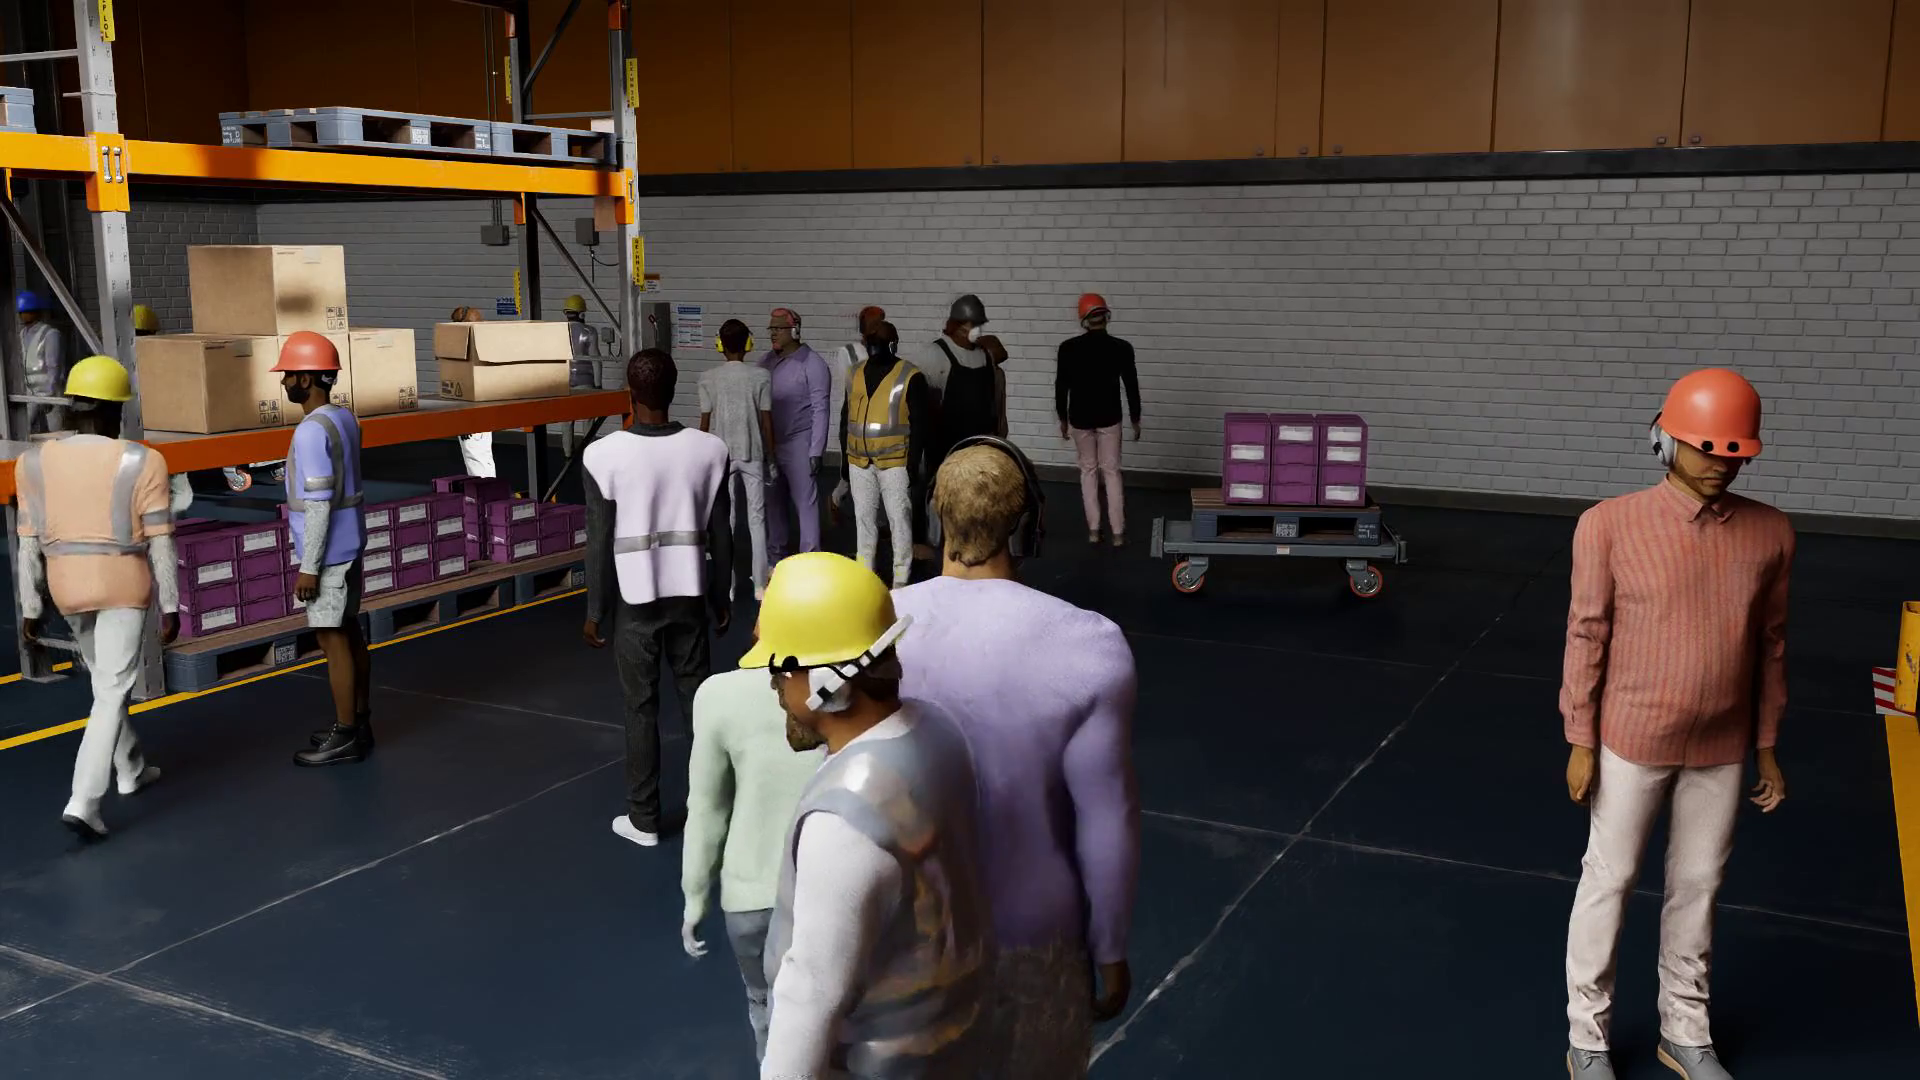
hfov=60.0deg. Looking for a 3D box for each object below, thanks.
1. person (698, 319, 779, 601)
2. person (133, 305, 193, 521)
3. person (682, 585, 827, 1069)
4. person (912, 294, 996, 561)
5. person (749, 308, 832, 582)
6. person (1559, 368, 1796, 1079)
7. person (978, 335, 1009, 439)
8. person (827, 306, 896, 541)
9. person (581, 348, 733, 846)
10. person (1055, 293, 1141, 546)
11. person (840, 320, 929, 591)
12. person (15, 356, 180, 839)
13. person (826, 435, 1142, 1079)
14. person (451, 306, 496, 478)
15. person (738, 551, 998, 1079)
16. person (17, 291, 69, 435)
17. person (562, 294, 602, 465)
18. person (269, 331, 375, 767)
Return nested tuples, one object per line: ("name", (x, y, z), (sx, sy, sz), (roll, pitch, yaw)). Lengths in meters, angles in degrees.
("person", (-1.447, -0.516, 10.905), (0.514, 1.858, 0.358), (0, 10, 1))
("person", (-5.638, -0.672, 11.621), (0.611, 1.912, 0.500), (2, 10, 10))
("person", (-0.362, 0.824, 3.891), (0.510, 1.581, 0.836), (2, 10, 9))
("person", (-0.037, -0.814, 12.090), (0.689, 2.000, 0.995), (-6, 12, -33))
("person", (-1.192, -0.633, 11.428), (0.641, 1.908, 0.407), (7, 12, 33))
("person", (1.911, 0.534, 4.443), (0.609, 1.986, 0.390), (-1, 10, -4))
("person", (0.252, -0.813, 13.260), (0.268, 1.631, 0.507), (1, 10, 6))
("person", (-0.774, -0.932, 13.275), (0.581, 1.868, 0.642), (-7, 12, -37))
("person", (-1.156, 0.225, 6.427), (0.599, 1.917, 0.375), (-6, 11, -29))
("person", (1.080, -0.945, 13.066), (0.678, 1.959, 0.445), (3, 10, 15))
("person", (-0.525, -0.522, 10.972), (0.627, 1.844, 0.429), (5, 11, 26))
("person", (-3.447, 0.211, 6.636), (0.589, 1.884, 0.976), (0, 10, -2))
("person", (0.043, 0.762, 3.260), (0.628, 1.940, 0.378), (3, 10, 19))
("person", (-4.041, -1.005, 13.766), (0.429, 1.842, 0.636), (-1, 10, -4))
("person", (-0.211, 0.896, 2.956), (0.960, 1.768, 0.602), (2, 10, 12))
("person", (-8.729, -1.371, 15.681), (0.608, 1.917, 0.744), (4, 10, 21))
("person", (-4.113, -1.720, 17.928), (0.586, 1.835, 0.404), (2, 10, 14))
("person", (-2.843, 0.043, 7.426), (0.358, 1.938, 0.542), (-1, 10, -5))
